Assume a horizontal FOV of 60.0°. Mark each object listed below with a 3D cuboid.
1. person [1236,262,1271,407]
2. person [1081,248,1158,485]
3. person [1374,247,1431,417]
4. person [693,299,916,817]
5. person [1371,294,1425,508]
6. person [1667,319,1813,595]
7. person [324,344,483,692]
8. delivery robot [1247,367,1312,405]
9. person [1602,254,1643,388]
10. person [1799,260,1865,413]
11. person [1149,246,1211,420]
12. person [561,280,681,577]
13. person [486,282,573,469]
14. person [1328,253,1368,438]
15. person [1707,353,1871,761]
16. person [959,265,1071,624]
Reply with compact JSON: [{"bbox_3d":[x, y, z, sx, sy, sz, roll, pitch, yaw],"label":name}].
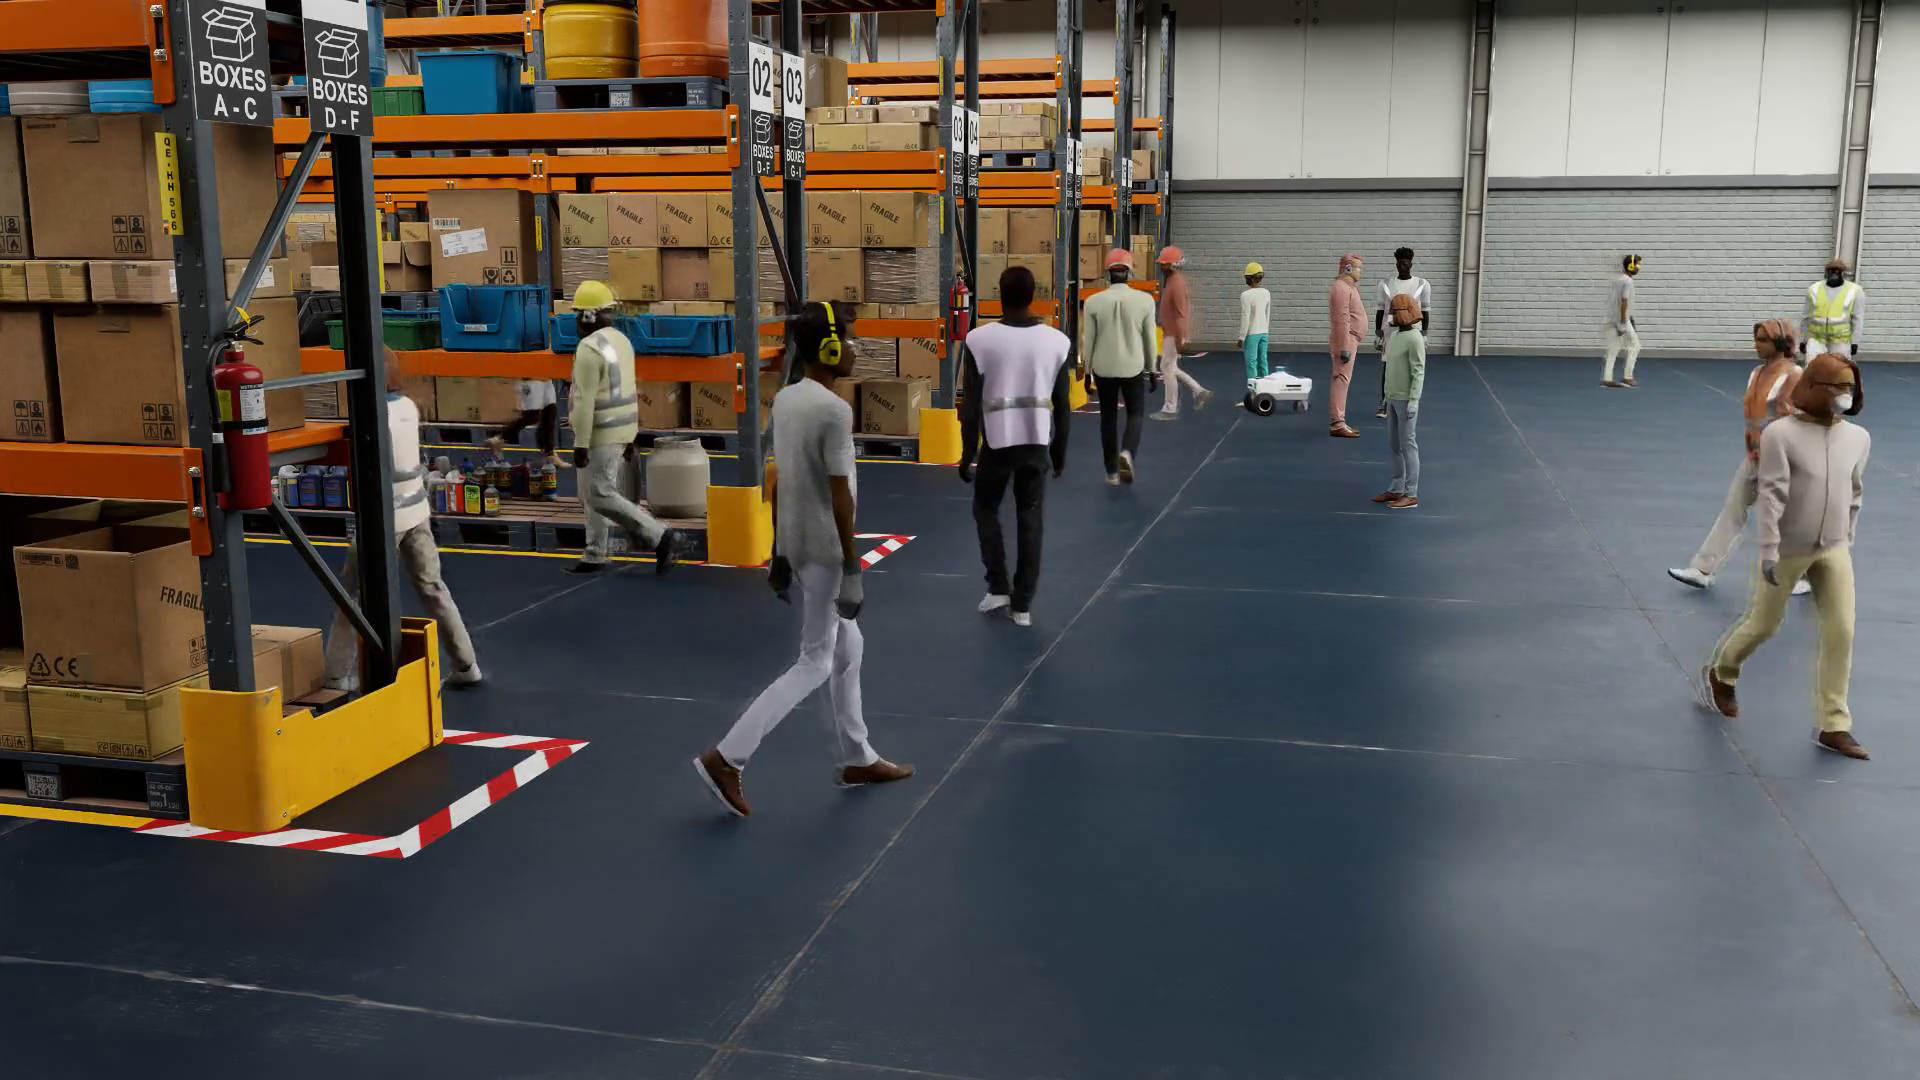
[{"bbox_3d":[3.595,-2.510,20.402,0.526,1.769,0.329,-9,14,-41],"label":"person"},{"bbox_3d":[1.308,-1.412,13.718,0.637,1.977,0.670,1,10,8],"label":"person"},{"bbox_3d":[5.070,-2.375,19.101,0.612,1.963,0.363,4,11,19],"label":"person"},{"bbox_3d":[-0.562,0.063,5.971,0.874,1.843,0.526,-6,12,-30],"label":"person"},{"bbox_3d":[3.379,-1.062,12.750,0.265,1.632,0.508,-2,10,-9],"label":"person"},{"bbox_3d":[4.586,-0.458,9.519,0.873,1.591,0.527,-1,10,-6],"label":"person"},{"bbox_3d":[-2.569,-0.086,7.454,0.831,1.596,0.519,3,11,14],"label":"person"},{"bbox_3d":[3.748,-1.790,19.498,0.707,0.478,0.477,0,10,-5],"label":"delivery robot"},{"bbox_3d":[9.270,-3.023,23.061,0.663,1.841,0.488,0,10,2],"label":"person"},{"bbox_3d":[9.879,-2.268,18.934,0.660,1.807,0.874,8,13,36],"label":"person"},{"bbox_3d":[2.499,-2.337,18.868,0.626,1.973,0.622,0,10,1],"label":"person"},{"bbox_3d":[-2.051,-0.643,9.948,0.739,1.810,0.605,2,10,8],"label":"person"},{"bbox_3d":[-3.839,-1.444,14.759,0.662,1.675,0.537,1,10,7],"label":"person"},{"bbox_3d":[4.036,-2.028,17.346,0.411,1.908,0.643,2,11,13],"label":"person"},{"bbox_3d":[3.429,0.026,6.810,0.498,1.601,0.786,-1,10,-7],"label":"person"},{"bbox_3d":[0.281,-0.510,8.936,0.632,1.900,0.554,-2,10,-13],"label":"person"}]
